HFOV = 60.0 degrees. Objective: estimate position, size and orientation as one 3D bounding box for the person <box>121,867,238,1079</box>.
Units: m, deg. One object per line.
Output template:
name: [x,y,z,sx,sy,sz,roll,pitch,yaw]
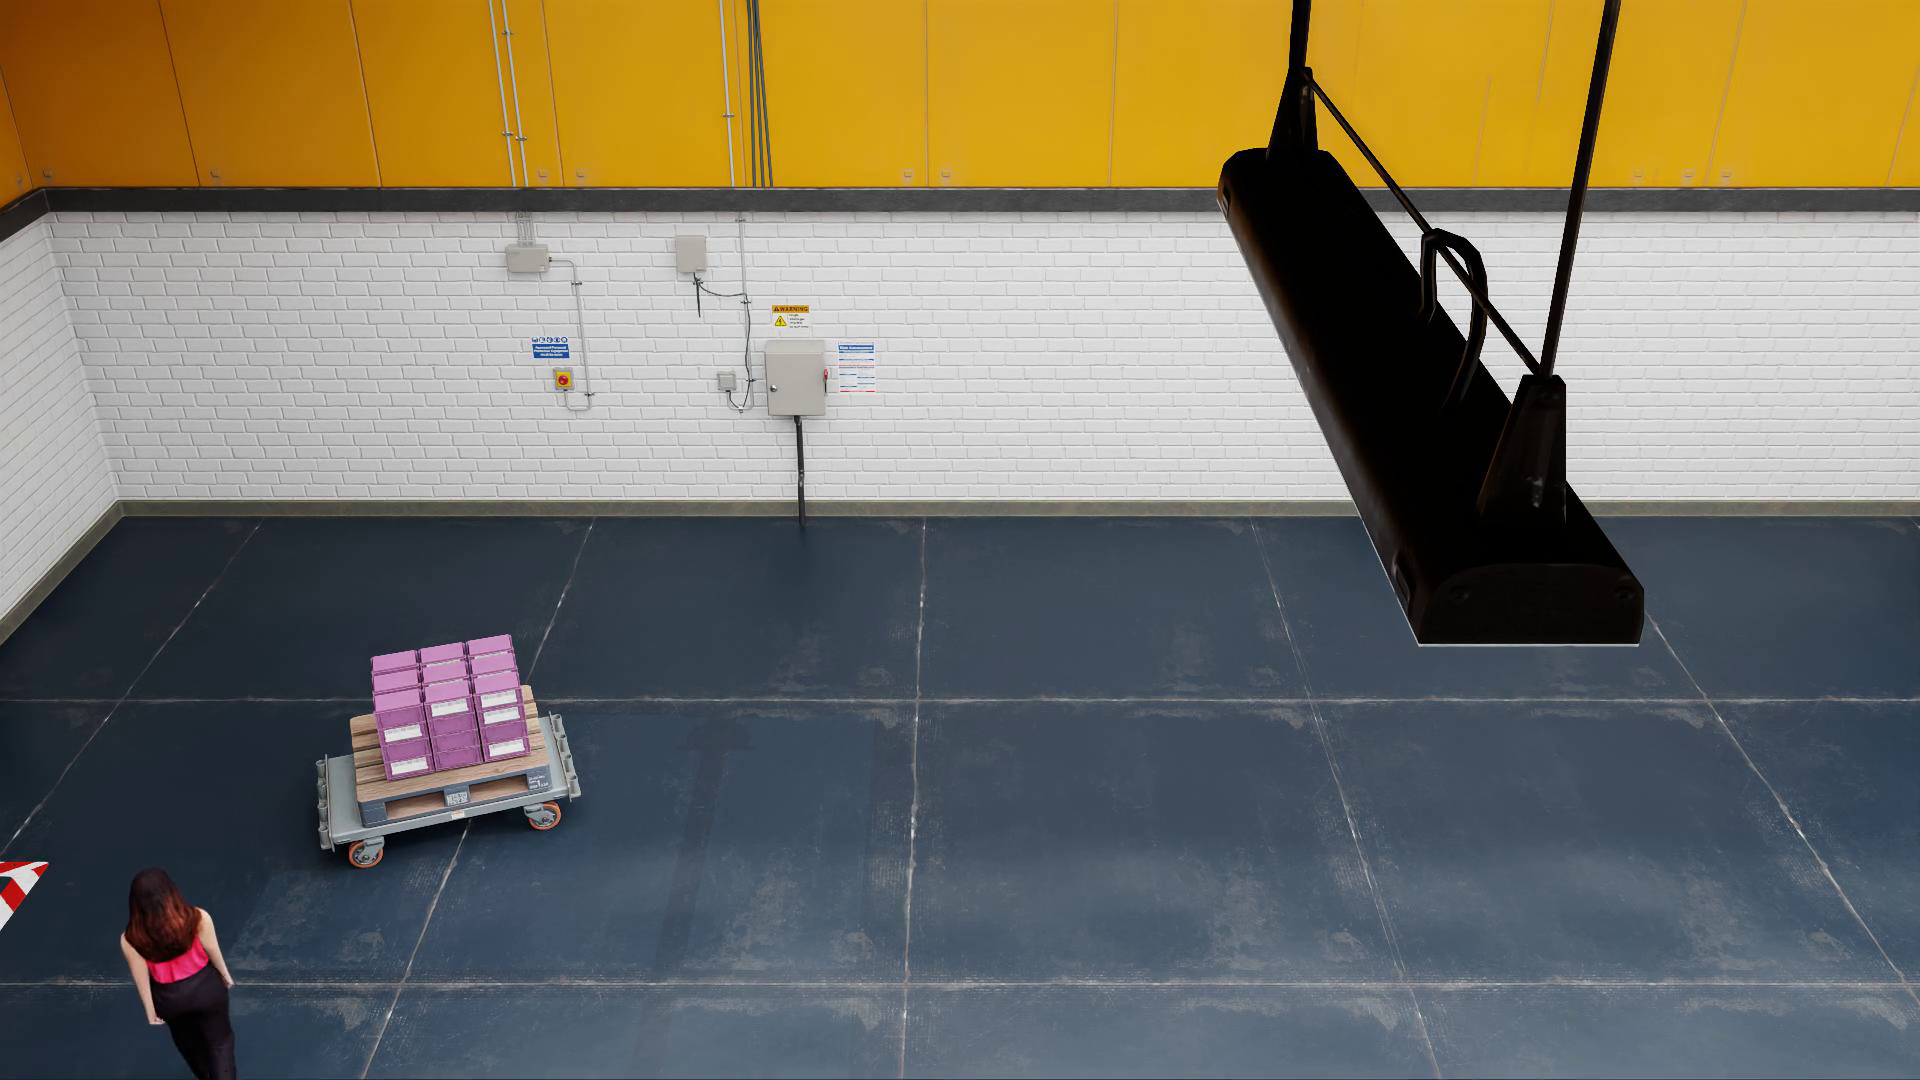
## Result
person: [-3.980,2.415,8.613,0.854,1.626,1.142,-11,30,-19]
